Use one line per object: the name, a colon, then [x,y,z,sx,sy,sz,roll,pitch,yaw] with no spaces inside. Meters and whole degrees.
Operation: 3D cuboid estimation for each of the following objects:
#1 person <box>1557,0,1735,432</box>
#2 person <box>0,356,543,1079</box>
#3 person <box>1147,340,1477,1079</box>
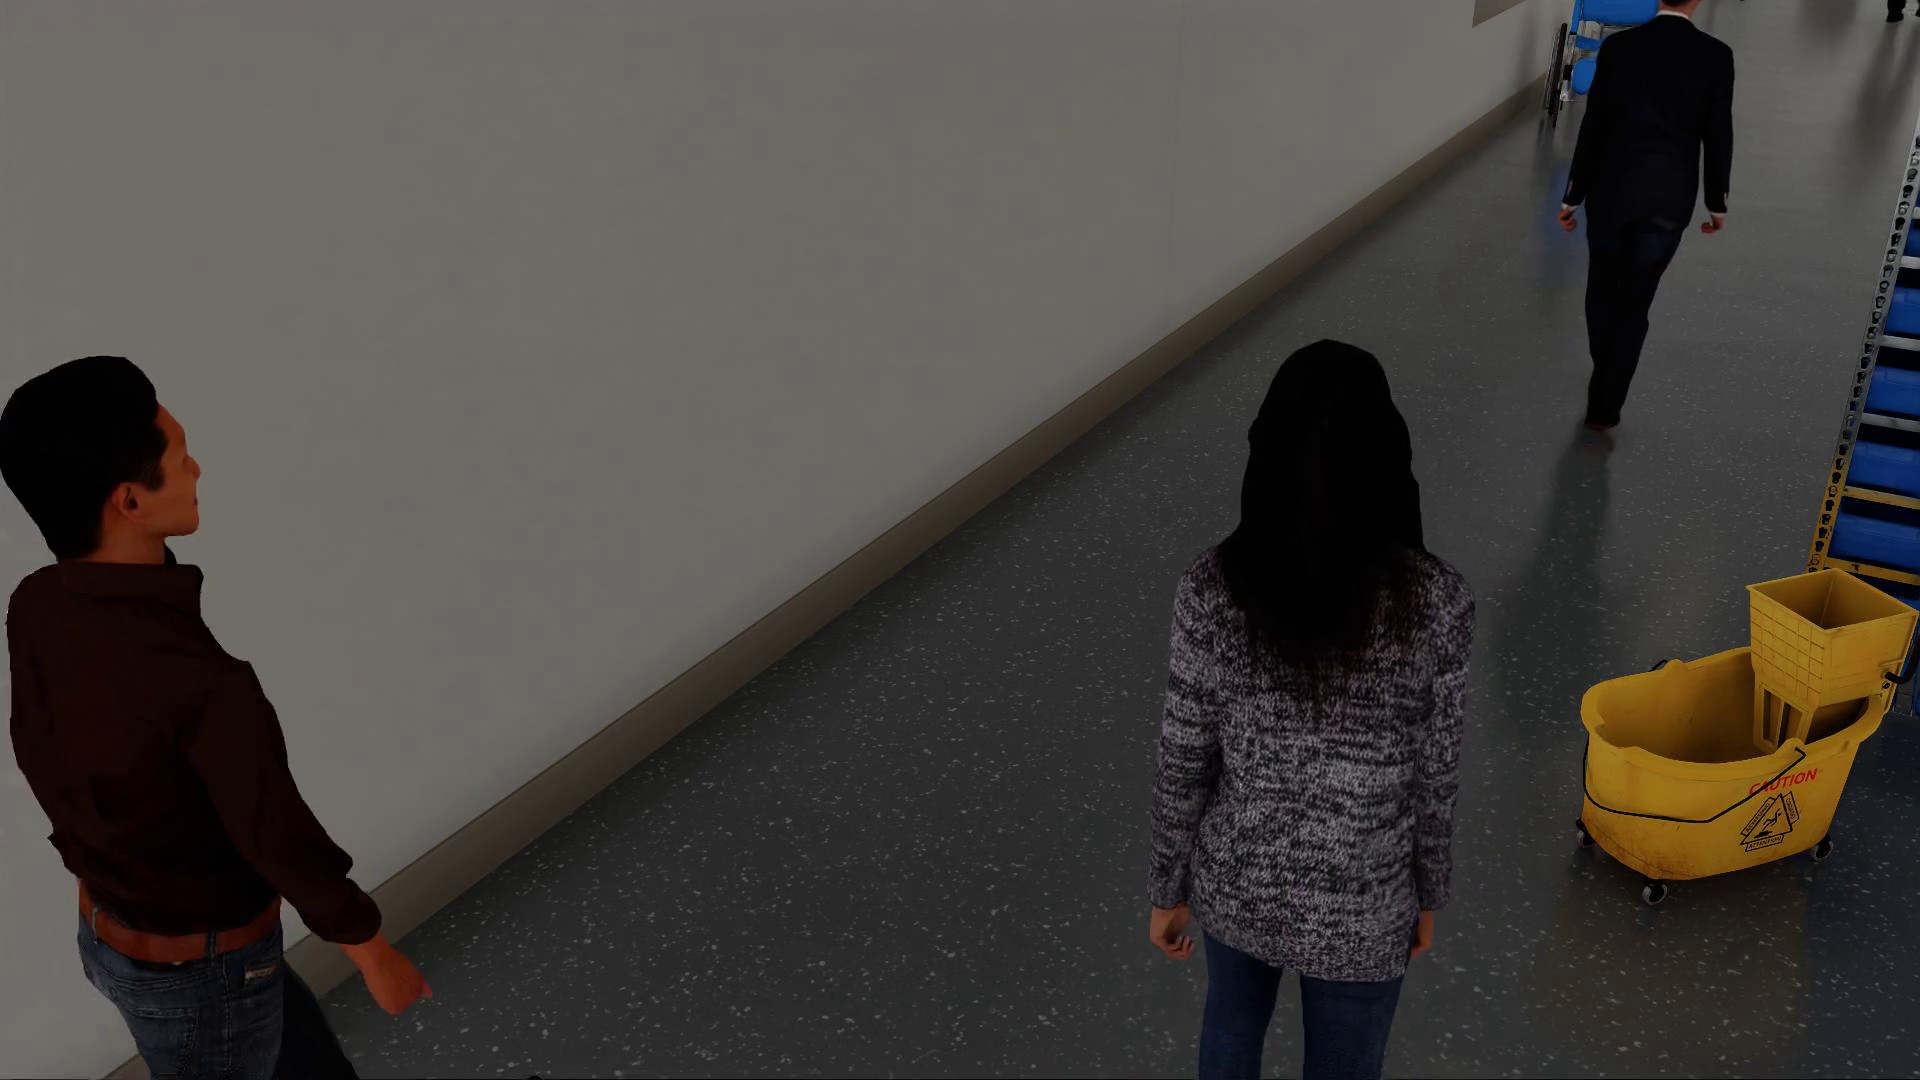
person: [2.548,-1.272,6.265,1.090,1.767,0.782,15,29,27]
person: [-1.146,0.649,2.322,1.115,1.732,0.880,22,33,37]
person: [0.501,0.578,2.496,0.994,1.708,0.788,8,27,16]
